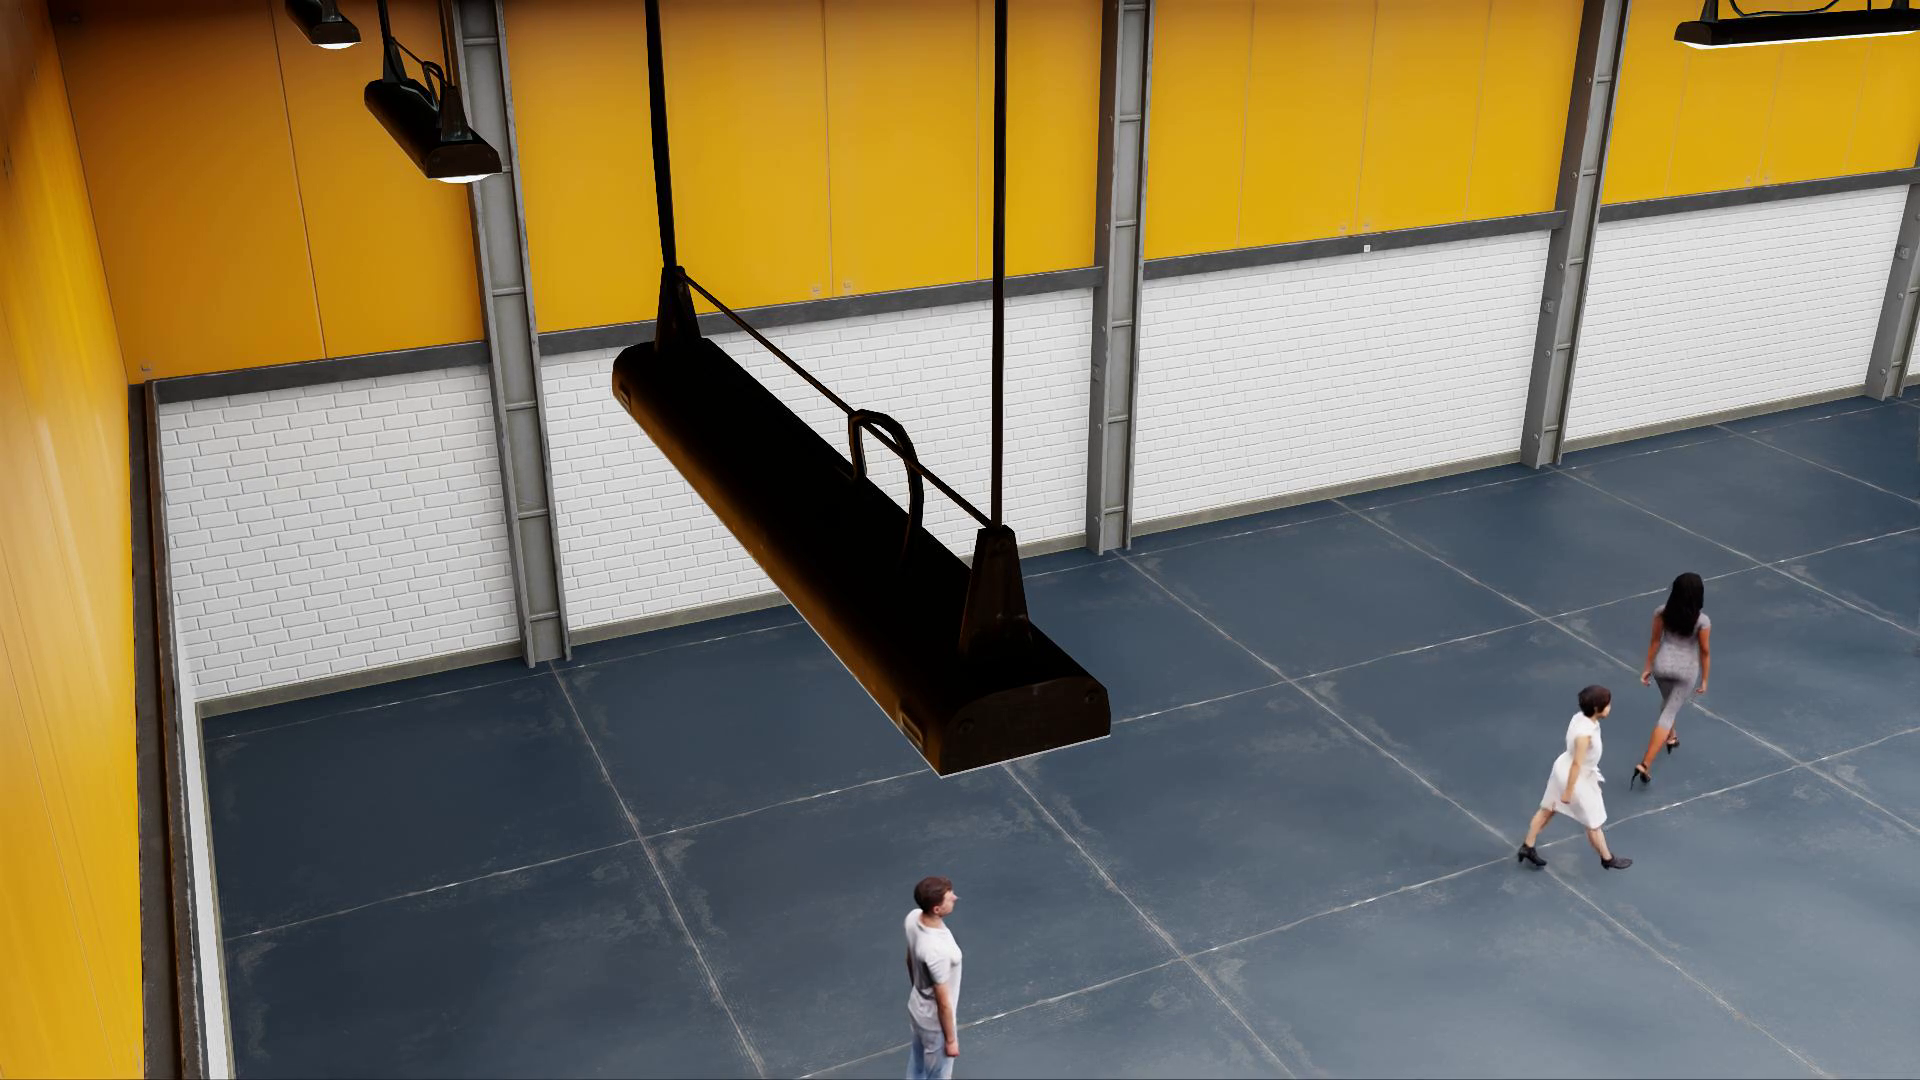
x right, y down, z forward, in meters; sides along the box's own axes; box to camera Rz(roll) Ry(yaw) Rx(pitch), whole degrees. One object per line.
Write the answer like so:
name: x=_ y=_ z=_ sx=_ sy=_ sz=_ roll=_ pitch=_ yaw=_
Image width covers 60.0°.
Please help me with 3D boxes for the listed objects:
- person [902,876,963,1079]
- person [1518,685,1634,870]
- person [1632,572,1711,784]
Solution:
person: x=-0.163 y=2.713 z=9.477 sx=0.547 sy=1.850 sz=0.653 roll=-9 pitch=25 yaw=-20
person: x=4.377 y=1.757 z=12.094 sx=1.074 sy=1.507 sz=0.893 roll=4 pitch=24 yaw=8
person: x=5.634 y=1.144 z=13.224 sx=0.925 sy=1.724 sz=1.225 roll=21 pitch=31 yaw=39
